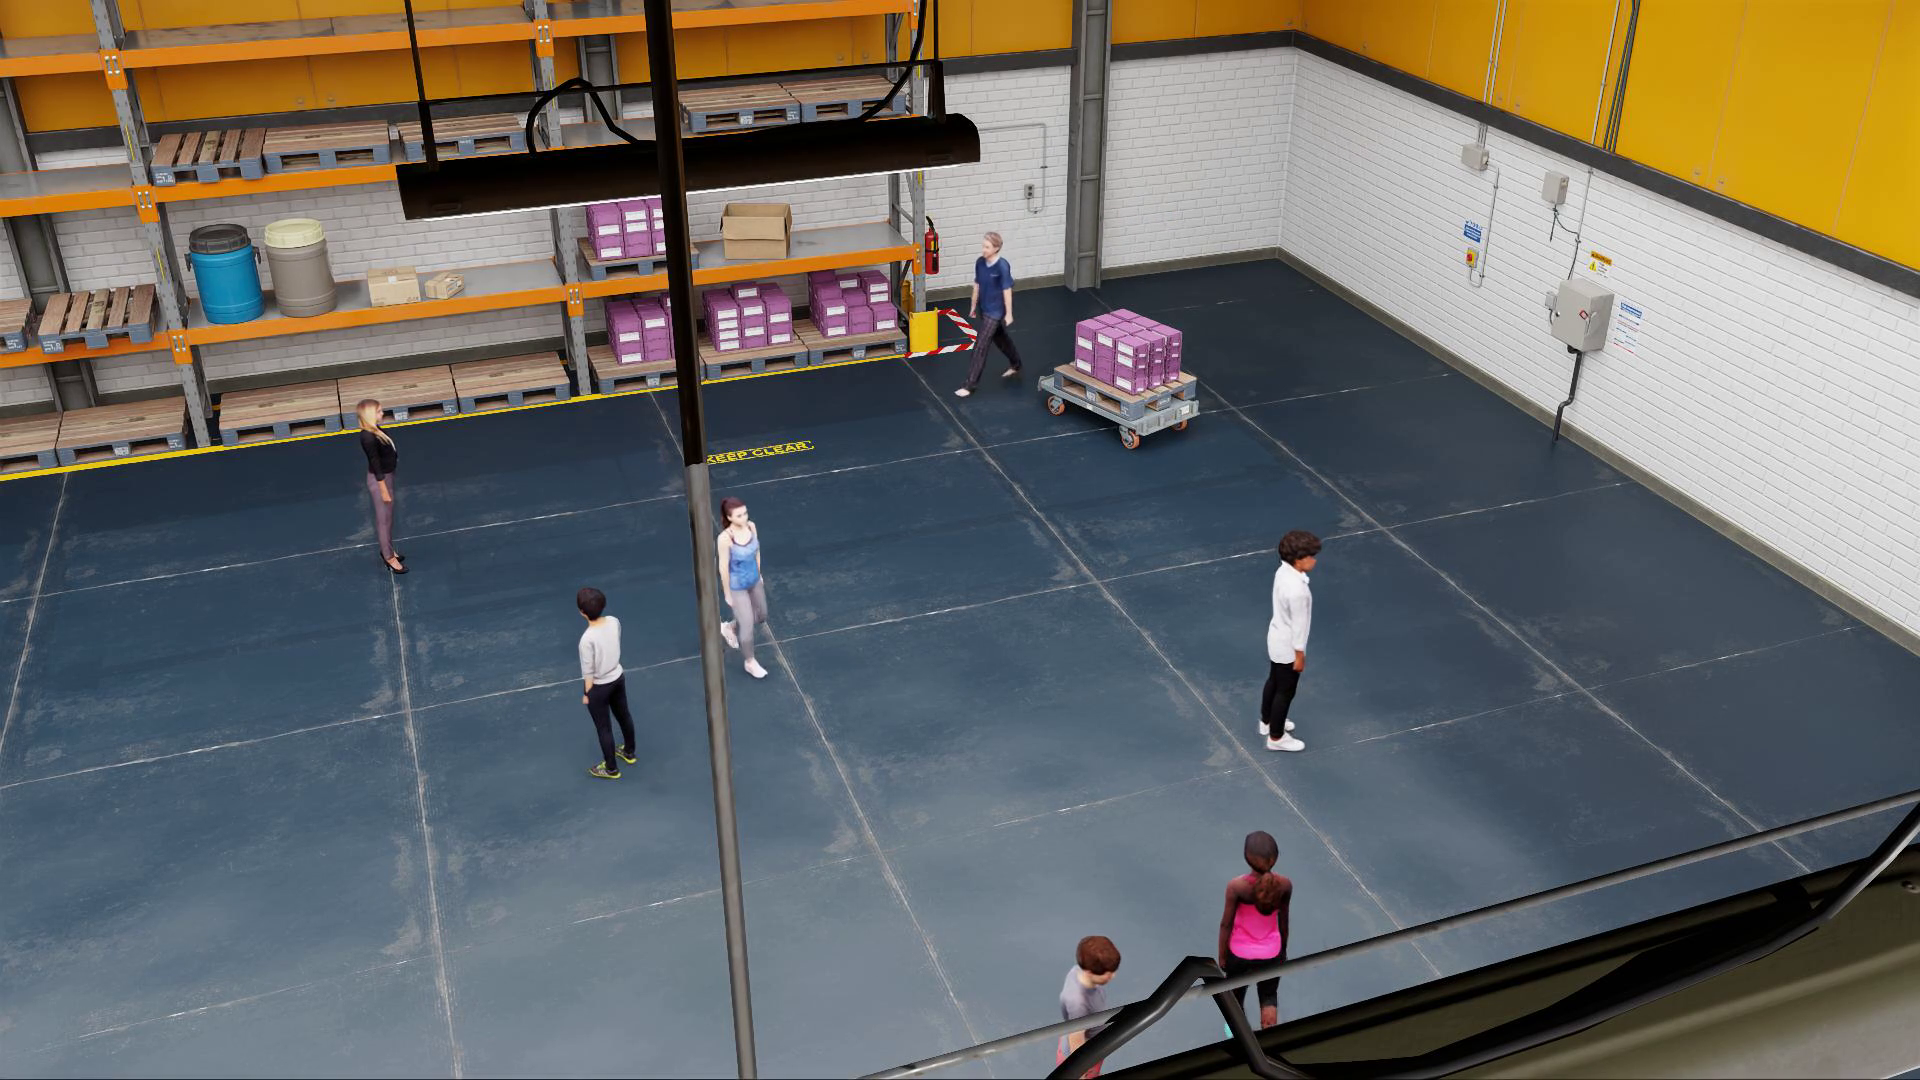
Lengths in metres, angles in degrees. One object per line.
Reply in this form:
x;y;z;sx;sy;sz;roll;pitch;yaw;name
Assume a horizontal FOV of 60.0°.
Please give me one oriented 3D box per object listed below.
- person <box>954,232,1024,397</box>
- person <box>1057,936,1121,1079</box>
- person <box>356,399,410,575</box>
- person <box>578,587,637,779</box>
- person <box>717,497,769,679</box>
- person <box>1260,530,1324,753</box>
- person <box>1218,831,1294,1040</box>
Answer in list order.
0.429;-2.529;18.504;1.334;1.810;0.950;-19;34;-31;person
0.645;2.778;8.943;0.700;1.650;0.676;7;29;12;person
-5.202;-0.489;14.914;0.508;1.667;0.586;-10;30;-17;person
-2.611;1.040;12.233;0.676;1.550;0.604;14;32;25;person
-1.793;0.352;13.447;0.870;1.595;0.865;21;35;33;person
2.470;0.746;12.504;0.633;1.807;0.684;-2;29;-4;person
1.703;2.422;9.534;0.943;1.709;0.827;-1;29;-1;person
